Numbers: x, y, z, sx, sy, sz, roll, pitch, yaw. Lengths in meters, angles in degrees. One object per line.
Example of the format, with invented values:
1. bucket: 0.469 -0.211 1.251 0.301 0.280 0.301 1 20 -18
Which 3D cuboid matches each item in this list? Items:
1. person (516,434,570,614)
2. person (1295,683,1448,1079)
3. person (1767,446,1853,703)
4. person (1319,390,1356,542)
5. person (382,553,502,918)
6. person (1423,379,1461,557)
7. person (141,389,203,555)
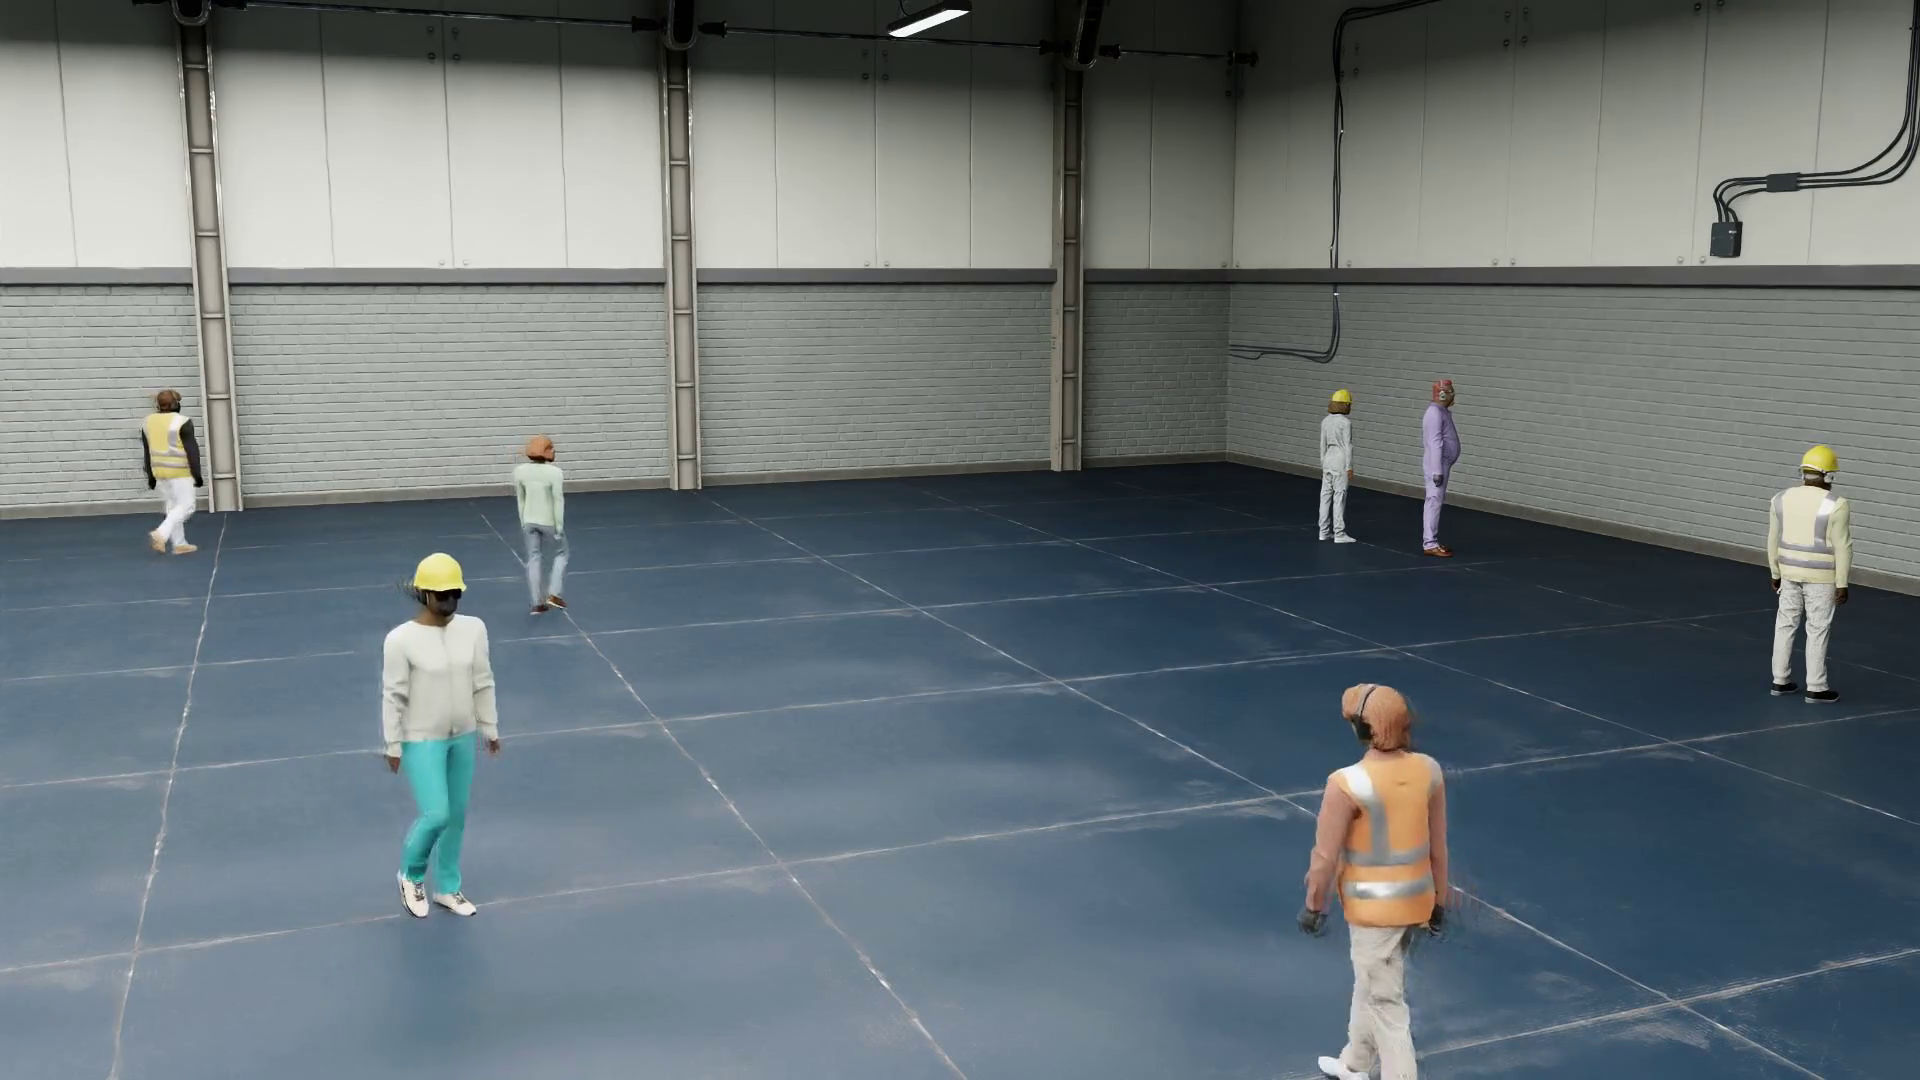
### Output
1. person: -3.739 -0.142 14.932 0.508 1.622 0.397 3 9 16
2. person: 1.429 1.296 5.923 0.515 1.611 0.728 -6 11 -34
3. person: 6.063 0.243 11.850 0.404 1.829 0.600 -5 10 -30
4. person: 4.315 -0.842 18.956 0.311 1.736 0.483 -5 10 -28
5. person: -2.417 0.926 7.798 0.376 1.755 0.524 7 11 37
6. person: 5.207 -0.781 18.027 0.409 1.913 0.645 3 9 16
7. person: -8.505 -0.713 17.887 0.630 1.821 0.666 3 10 20
